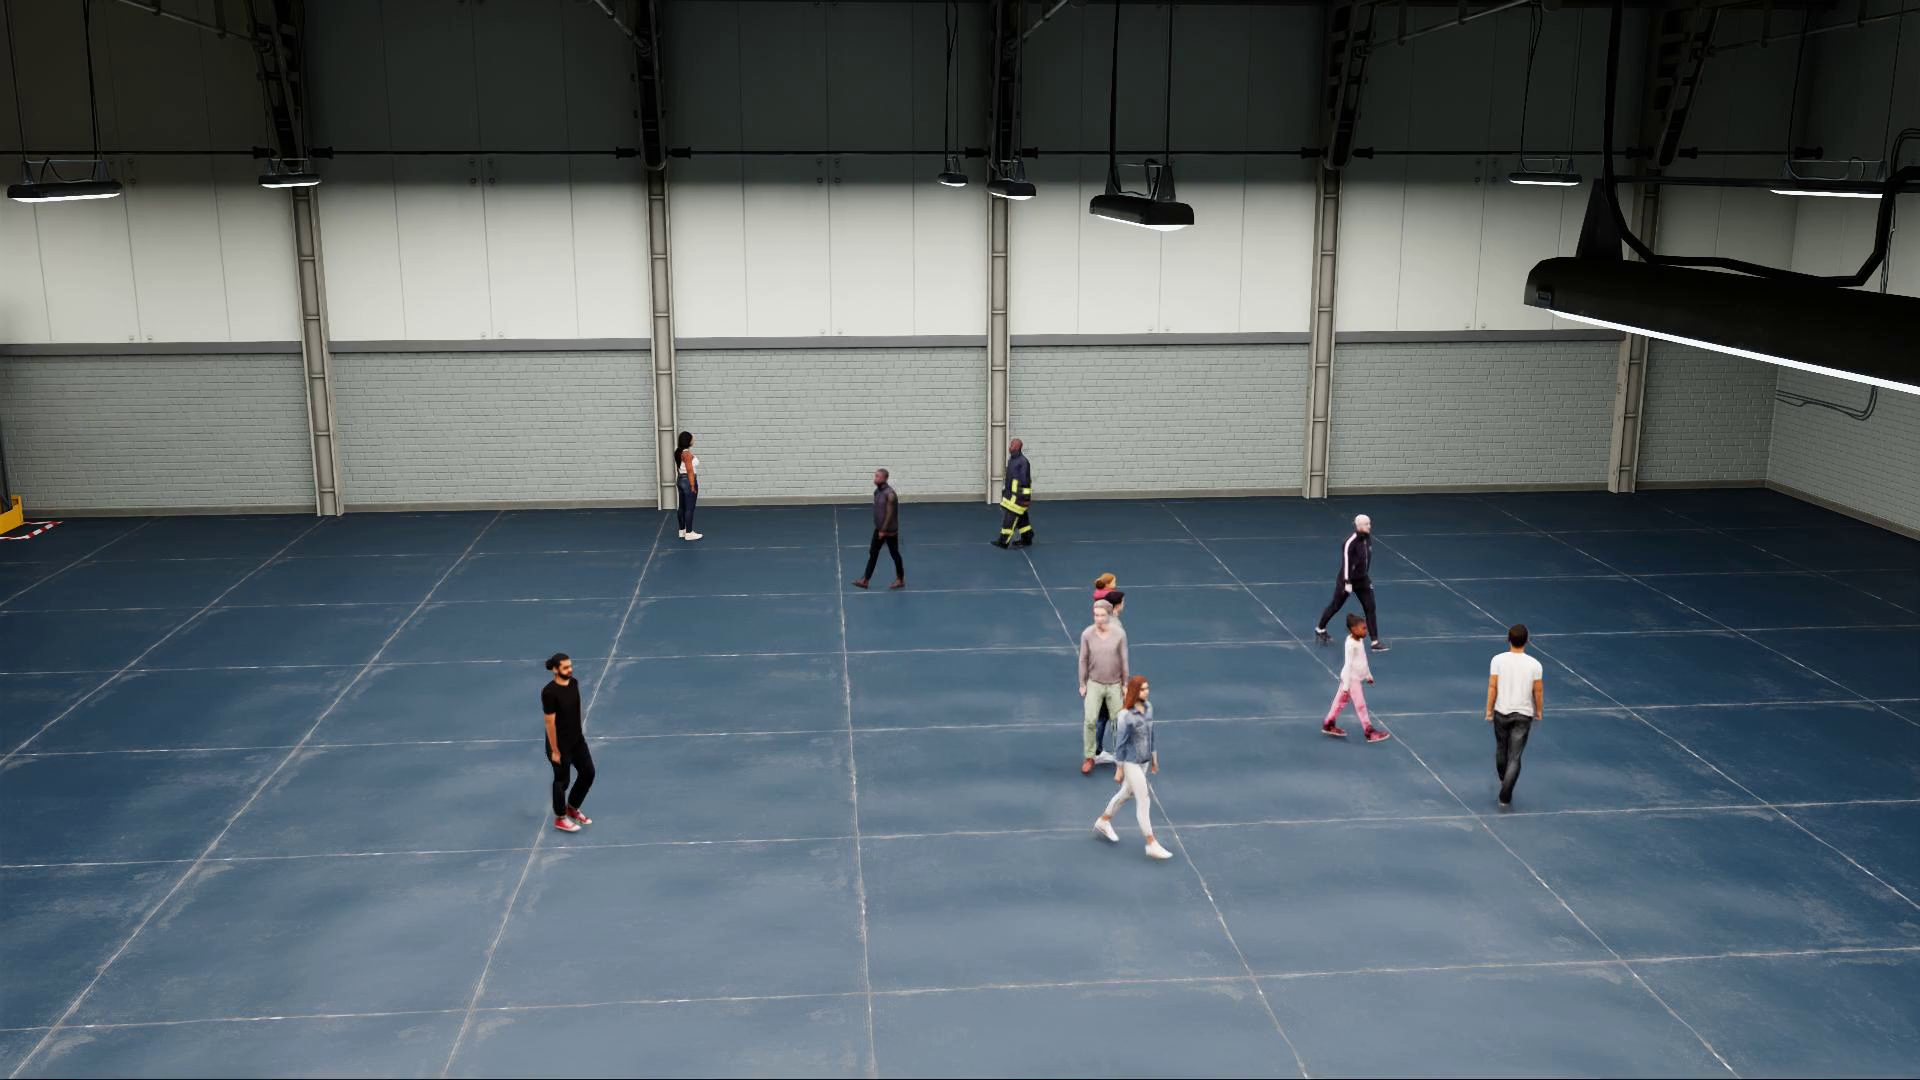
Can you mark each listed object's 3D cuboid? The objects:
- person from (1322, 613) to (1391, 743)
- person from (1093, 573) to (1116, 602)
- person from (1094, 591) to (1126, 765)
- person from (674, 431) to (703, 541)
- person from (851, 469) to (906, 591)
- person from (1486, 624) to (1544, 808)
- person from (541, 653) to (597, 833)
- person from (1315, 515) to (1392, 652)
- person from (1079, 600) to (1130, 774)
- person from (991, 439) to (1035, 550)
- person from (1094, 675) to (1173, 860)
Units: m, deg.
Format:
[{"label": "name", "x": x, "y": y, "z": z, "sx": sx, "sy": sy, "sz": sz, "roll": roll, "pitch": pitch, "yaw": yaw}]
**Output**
[{"label": "person", "x": 4.213, "y": 1.501, "z": 18.142, "sx": 1.048, "sy": 1.412, "sz": 0.849, "roll": 6, "pitch": 14, "yaw": 23}, {"label": "person", "x": 1.706, "y": 1.044, "z": 20.340, "sx": 0.513, "sy": 1.310, "sz": 0.538, "roll": 0, "pitch": 13, "yaw": -2}, {"label": "person", "x": 1.466, "y": 1.458, "z": 17.379, "sx": 0.846, "sy": 1.841, "sz": 0.820, "roll": -4, "pitch": 14, "yaw": -17}, {"label": "person", "x": -4.567, "y": -0.919, "z": 27.715, "sx": 0.752, "sy": 1.808, "sz": 0.738, "roll": -8, "pitch": 15, "yaw": -31}, {"label": "person", "x": -1.000, "y": -0.136, "z": 24.363, "sx": 1.224, "sy": 1.794, "sz": 1.057, "roll": -10, "pitch": 16, "yaw": -36}, {"label": "person", "x": 5.416, "y": 1.748, "z": 16.305, "sx": 1.166, "sy": 1.759, "sz": 1.081, "roll": 6, "pitch": 14, "yaw": 24}, {"label": "person", "x": -3.786, "y": 1.897, "z": 15.689, "sx": 0.785, "sy": 1.747, "sz": 0.764, "roll": 6, "pitch": 14, "yaw": 25}, {"label": "person", "x": 4.963, "y": 0.561, "z": 21.425, "sx": 1.349, "sy": 1.761, "sz": 1.259, "roll": -11, "pitch": 17, "yaw": -40}, {"label": "person", "x": 1.501, "y": 1.500, "z": 17.172, "sx": 0.653, "sy": 1.852, "sz": 0.799, "roll": 1, "pitch": 13, "yaw": 6}, {"label": "person", "x": 1.017, "y": -0.755, "z": 27.040, "sx": 1.144, "sy": 1.792, "sz": 0.924, "roll": -5, "pitch": 14, "yaw": -21}, {"label": "person", "x": 1.528, "y": 2.043, "z": 15.231, "sx": 1.164, "sy": 1.669, "sz": 1.108, "roll": 11, "pitch": 17, "yaw": 40}]
